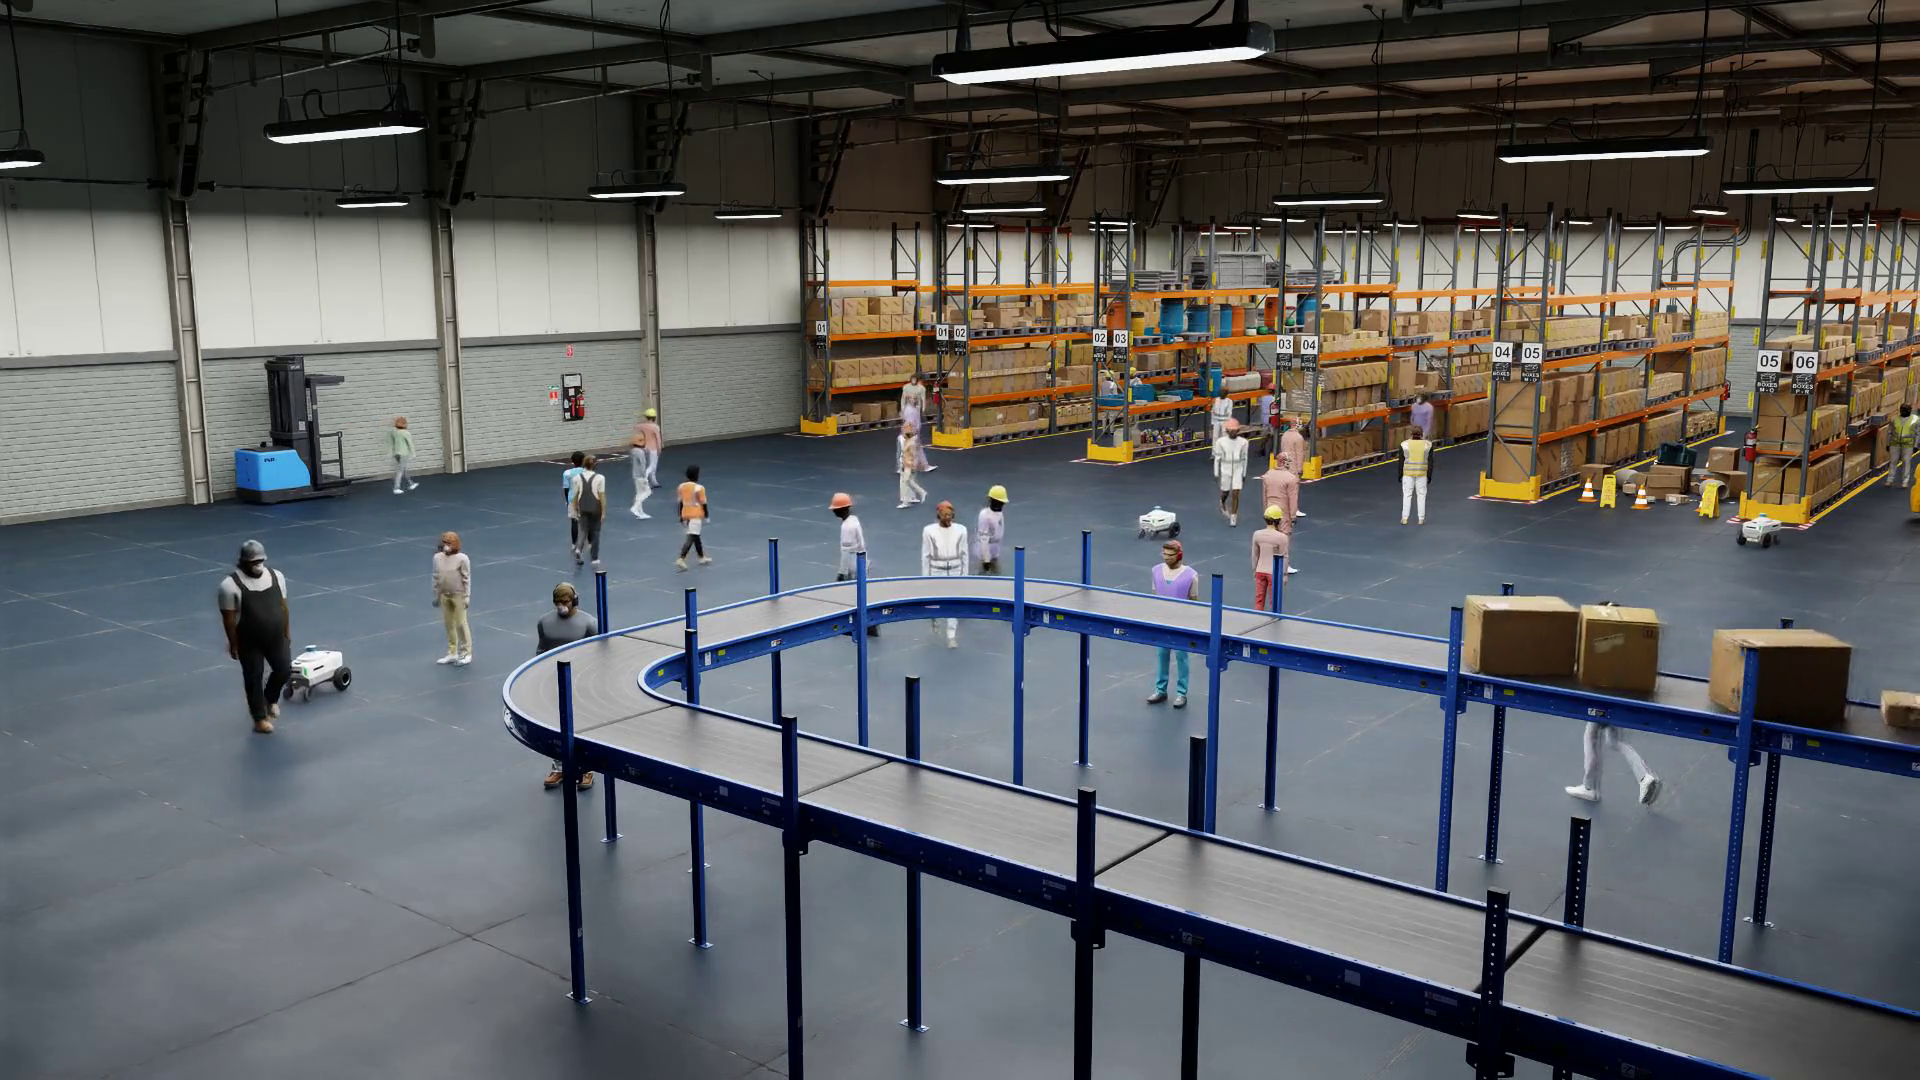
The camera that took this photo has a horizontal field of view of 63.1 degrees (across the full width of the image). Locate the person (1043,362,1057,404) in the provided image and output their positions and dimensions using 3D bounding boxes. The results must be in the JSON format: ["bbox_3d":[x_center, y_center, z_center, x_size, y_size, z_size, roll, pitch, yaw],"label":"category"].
[{"bbox_3d":[2.735,-4.478,47.512,0.404,1.831,0.600,-8,13,-39],"label":"person"}]

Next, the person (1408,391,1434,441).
[{"bbox_3d":[10.512,-2.466,35.962,0.857,1.907,0.654,-7,12,-36],"label":"person"}]

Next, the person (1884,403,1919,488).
[{"bbox_3d":[20.370,-2.048,33.815,0.625,1.840,0.430,9,14,43],"label":"person"}]

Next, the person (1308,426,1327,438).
[{"bbox_3d":[9.433,-3.393,41.097,0.762,1.935,0.652,-1,10,-6],"label":"person"}]

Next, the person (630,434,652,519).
[{"bbox_3d":[-6.041,-1.199,29.625,0.349,1.619,0.527,-6,12,-30],"label":"person"}]

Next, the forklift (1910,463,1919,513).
[{"bbox_3d":[19.034,-1.348,28.998,2.313,2.155,1.214,8,13,37],"label":"forklift"}]

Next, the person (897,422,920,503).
[{"bbox_3d":[-1.047,-1.571,31.685,0.513,1.642,0.311,7,12,36],"label":"person"}]

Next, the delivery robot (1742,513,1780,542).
[{"bbox_3d":[13.834,-0.219,26.993,0.707,0.478,0.477,-7,12,-35],"label":"delivery robot"}]

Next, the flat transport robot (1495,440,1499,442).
[{"bbox_3d":[14.992,-2.697,41.999,0.652,0.197,1.431,-4,11,-19],"label":"flat transport robot"}]

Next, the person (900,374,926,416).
[{"bbox_3d":[-1.236,-3.534,42.103,0.641,1.888,1.052,3,10,16],"label":"person"}]

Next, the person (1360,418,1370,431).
[{"bbox_3d":[10.971,-3.590,42.391,0.596,1.884,0.954,7,12,33],"label":"person"}]

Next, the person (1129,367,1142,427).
[{"bbox_3d":[5.013,-4.099,45.387,0.404,1.829,0.591,-8,13,-38],"label":"person"}]

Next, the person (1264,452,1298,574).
[{"bbox_3d":[5.056,-0.429,24.552,0.393,1.900,0.663,-7,12,-34],"label":"person"}]

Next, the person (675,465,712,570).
[{"bbox_3d":[-4.270,-0.371,24.888,0.539,1.658,0.863,7,12,35],"label":"person"}]

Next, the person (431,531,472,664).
[{"bbox_3d":[-6.150,0.701,18.963,0.532,1.628,0.297,3,11,18],"label":"person"}]

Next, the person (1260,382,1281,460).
[{"bbox_3d":[7.677,-2.937,38.593,0.571,1.917,0.427,9,13,40],"label":"person"}]

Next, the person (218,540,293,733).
[{"bbox_3d":[-7.257,0.999,16.216,0.539,2.000,0.708,9,13,41],"label":"person"}]

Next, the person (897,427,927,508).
[{"bbox_3d":[-0.960,-1.447,31.037,0.587,1.617,0.511,-2,10,-12],"label":"person"}]

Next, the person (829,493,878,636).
[{"bbox_3d":[-1.482,0.324,20.317,0.867,1.888,0.542,0,10,-1],"label":"person"}]

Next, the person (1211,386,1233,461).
[{"bbox_3d":[6.381,-2.846,38.317,0.598,1.829,0.912,6,12,31],"label":"person"}]

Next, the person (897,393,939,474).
[{"bbox_3d":[-0.994,-2.427,35.864,0.985,1.858,0.675,1,10,6],"label":"person"}]

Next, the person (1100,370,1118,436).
[{"bbox_3d":[4.197,-3.835,43.881,0.590,1.837,0.404,9,13,40],"label":"person"}]

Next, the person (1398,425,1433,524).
[{"bbox_3d":[8.466,-1.214,29.112,0.635,1.842,0.429,2,10,11],"label":"person"}]

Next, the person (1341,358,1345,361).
[{"bbox_3d":[12.554,-5.187,51.538,0.568,1.821,0.657,-7,12,-33],"label":"person"}]

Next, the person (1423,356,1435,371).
[{"bbox_3d":[14.954,-4.896,49.666,0.613,1.923,1.033,7,12,34],"label":"person"}]

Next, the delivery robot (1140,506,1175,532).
[{"bbox_3d":[3.506,-0.353,27.743,0.477,0.478,0.707,9,14,42],"label":"delivery robot"}]

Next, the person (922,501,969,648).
[{"bbox_3d":[-0.183,0.423,19.844,0.583,1.871,0.472,-2,10,-9],"label":"person"}]

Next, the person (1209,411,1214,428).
[{"bbox_3d":[7.434,-4.250,46.160,0.501,1.860,0.312,5,11,26],"label":"person"}]

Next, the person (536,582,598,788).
[{"bbox_3d":[-3.620,1.336,14.490,0.628,1.939,0.373,2,10,9],"label":"person"}]

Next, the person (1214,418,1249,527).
[{"bbox_3d":[5.039,-1.294,29.109,0.610,2.016,0.824,1,10,5],"label":"person"}]

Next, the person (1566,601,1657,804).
[{"bbox_3d":[5.876,1.465,14.000,0.508,1.856,0.728,-7,12,-33],"label":"person"}]

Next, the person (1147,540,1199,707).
[{"bbox_3d":[2.350,0.902,17.201,0.570,1.840,0.375,8,13,37],"label":"person"}]

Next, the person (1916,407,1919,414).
[{"bbox_3d":[26.000,-3.560,42.088,0.713,1.918,0.461,-7,12,-36],"label":"person"}]

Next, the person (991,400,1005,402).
[{"bbox_3d":[1.186,-4.575,47.906,0.548,1.882,0.992,8,13,37],"label":"person"}]

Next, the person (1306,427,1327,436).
[{"bbox_3d":[10.020,-3.839,43.680,0.549,1.917,0.808,9,13,40],"label":"person"}]

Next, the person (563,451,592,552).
[{"bbox_3d":[-6.401,-0.651,26.352,0.531,1.698,0.320,-2,10,-9],"label":"person"}]

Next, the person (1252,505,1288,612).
[{"bbox_3d":[3.981,0.433,20.056,0.322,1.769,0.523,-10,14,-44],"label":"person"}]

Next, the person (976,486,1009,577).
[{"bbox_3d":[0.390,0.166,21.304,0.937,1.875,0.659,6,12,29],"label":"person"}]

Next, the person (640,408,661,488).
[{"bbox_3d":[-6.666,-1.947,33.533,0.532,1.745,0.742,6,12,31],"label":"person"}]

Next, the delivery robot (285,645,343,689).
[{"bbox_3d":[-7.314,1.435,17.673,0.477,0.478,0.707,2,11,14],"label":"delivery robot"}]

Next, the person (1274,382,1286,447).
[{"bbox_3d":[8.476,-3.293,41.027,0.533,1.767,0.312,7,12,34],"label":"person"}]

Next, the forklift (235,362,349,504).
[{"bbox_3d":[-13.803,-2.244,32.110,1.129,2.768,1.873,8,13,37],"label":"forklift"}]

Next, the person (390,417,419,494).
[{"bbox_3d":[-11.743,-1.803,33.120,0.519,1.584,0.850,4,11,24],"label":"person"}]

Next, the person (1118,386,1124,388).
[{"bbox_3d":[5.480,-5.441,52.392,0.629,2.023,0.490,8,13,36],"label":"person"}]

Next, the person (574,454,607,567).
[{"bbox_3d":[-5.902,-0.455,24.916,0.521,1.821,0.631,1,10,4],"label":"person"}]

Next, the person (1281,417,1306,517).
[{"bbox_3d":[6.426,-1.416,30.069,0.399,1.910,0.643,-3,11,-19],"label":"person"}]
